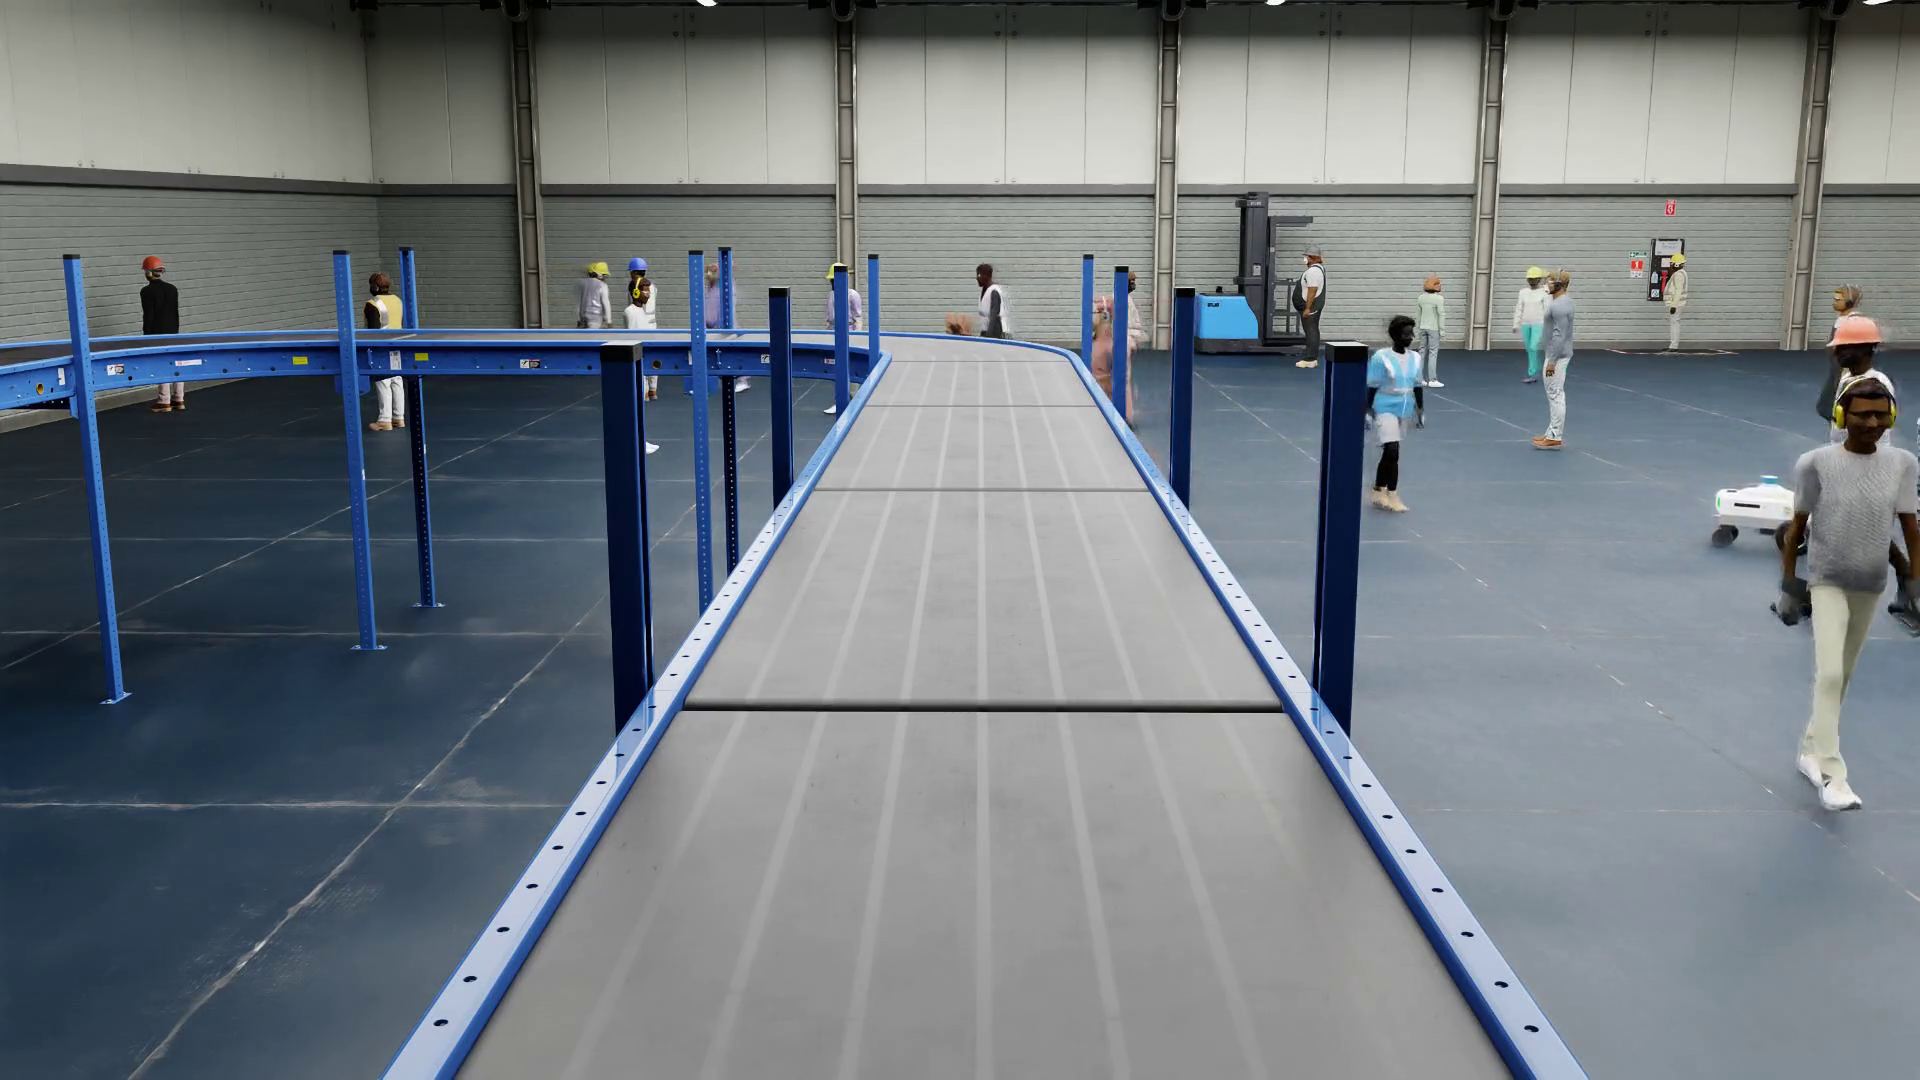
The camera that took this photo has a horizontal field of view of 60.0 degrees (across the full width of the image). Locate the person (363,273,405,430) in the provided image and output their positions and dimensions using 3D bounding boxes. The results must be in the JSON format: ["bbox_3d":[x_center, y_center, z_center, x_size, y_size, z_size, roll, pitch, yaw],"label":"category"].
[{"bbox_3d":[-6.838,-2.234,19.721,0.429,1.843,0.633,3,11,15],"label":"person"}]

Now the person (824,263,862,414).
[{"bbox_3d":[-1.489,-2.538,21.068,0.383,1.923,0.590,-11,15,-43],"label":"person"}]

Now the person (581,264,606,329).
[{"bbox_3d":[-6.069,-3.733,27.742,0.943,1.707,0.535,1,11,5],"label":"person"}]

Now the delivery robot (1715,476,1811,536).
[{"bbox_3d":[6.159,-0.247,12.690,0.707,0.478,0.477,7,13,32],"label":"delivery robot"}]

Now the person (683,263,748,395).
[{"bbox_3d":[-3.441,-2.990,23.577,0.980,1.860,0.659,-9,14,-39],"label":"person"}]

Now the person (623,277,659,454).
[{"bbox_3d":[-3.419,-1.865,17.771,0.327,1.865,0.519,0,11,0],"label":"person"}]

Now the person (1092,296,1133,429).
[{"bbox_3d":[1.202,-1.108,13.925,1.015,1.862,0.639,-1,11,-7],"label":"person"}]

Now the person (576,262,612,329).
[{"bbox_3d":[-5.819,-3.541,26.583,0.618,1.774,0.929,11,15,43],"label":"person"}]

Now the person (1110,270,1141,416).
[{"bbox_3d":[2.064,-2.480,20.992,0.429,1.840,0.630,1,11,7],"label":"person"}]

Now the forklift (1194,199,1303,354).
[{"bbox_3d":[5.313,-4.851,30.603,1.873,2.768,1.129,0,11,1],"label":"forklift"}]

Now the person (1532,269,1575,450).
[{"bbox_3d":[6.463,-1.963,18.080,0.371,1.940,0.630,4,12,20],"label":"person"}]

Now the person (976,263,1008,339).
[{"bbox_3d":[0.497,-2.858,22.834,0.888,1.879,0.597,-4,12,-21],"label":"person"}]

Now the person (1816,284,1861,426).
[{"bbox_3d":[8.971,-1.673,16.868,0.463,1.827,0.536,3,11,13],"label":"person"}]

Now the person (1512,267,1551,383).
[{"bbox_3d":[8.601,-3.240,25.121,0.656,1.738,0.542,-9,14,-38],"label":"person"}]

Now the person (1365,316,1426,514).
[{"bbox_3d":[3.737,-1.061,14.110,0.551,1.666,0.720,-6,12,-28],"label":"person"}]

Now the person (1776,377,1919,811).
[{"bbox_3d":[3.835,0.236,7.067,0.515,1.834,0.907,1,11,3],"label":"person"}]

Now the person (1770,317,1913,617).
[{"bbox_3d":[5.710,-0.454,10.457,0.961,1.900,0.542,2,11,8],"label":"person"}]

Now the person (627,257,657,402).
[{"bbox_3d":[-4.355,-2.879,22.757,0.387,1.948,0.602,3,12,17],"label":"person"}]

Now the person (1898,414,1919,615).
[{"bbox_3d":[6.372,-0.485,10.573,0.838,1.913,0.550,-7,13,-32],"label":"person"}]

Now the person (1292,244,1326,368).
[{"bbox_3d":[5.848,-3.912,27.939,0.539,2.000,0.688,4,12,22],"label":"person"}]

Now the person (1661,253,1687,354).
[{"bbox_3d":[13.139,-4.345,30.591,0.404,1.831,0.600,5,12,25],"label":"person"}]

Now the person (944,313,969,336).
[{"bbox_3d":[0.014,-1.292,15.416,0.549,1.623,0.530,1,11,3],"label":"person"}]

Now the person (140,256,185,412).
[{"bbox_3d":[-10.372,-2.672,21.572,0.378,1.996,0.611,3,11,15],"label":"person"}]

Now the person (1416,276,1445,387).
[{"bbox_3d":[6.986,-3.097,24.685,0.279,1.636,0.501,-7,13,-33],"label":"person"}]
